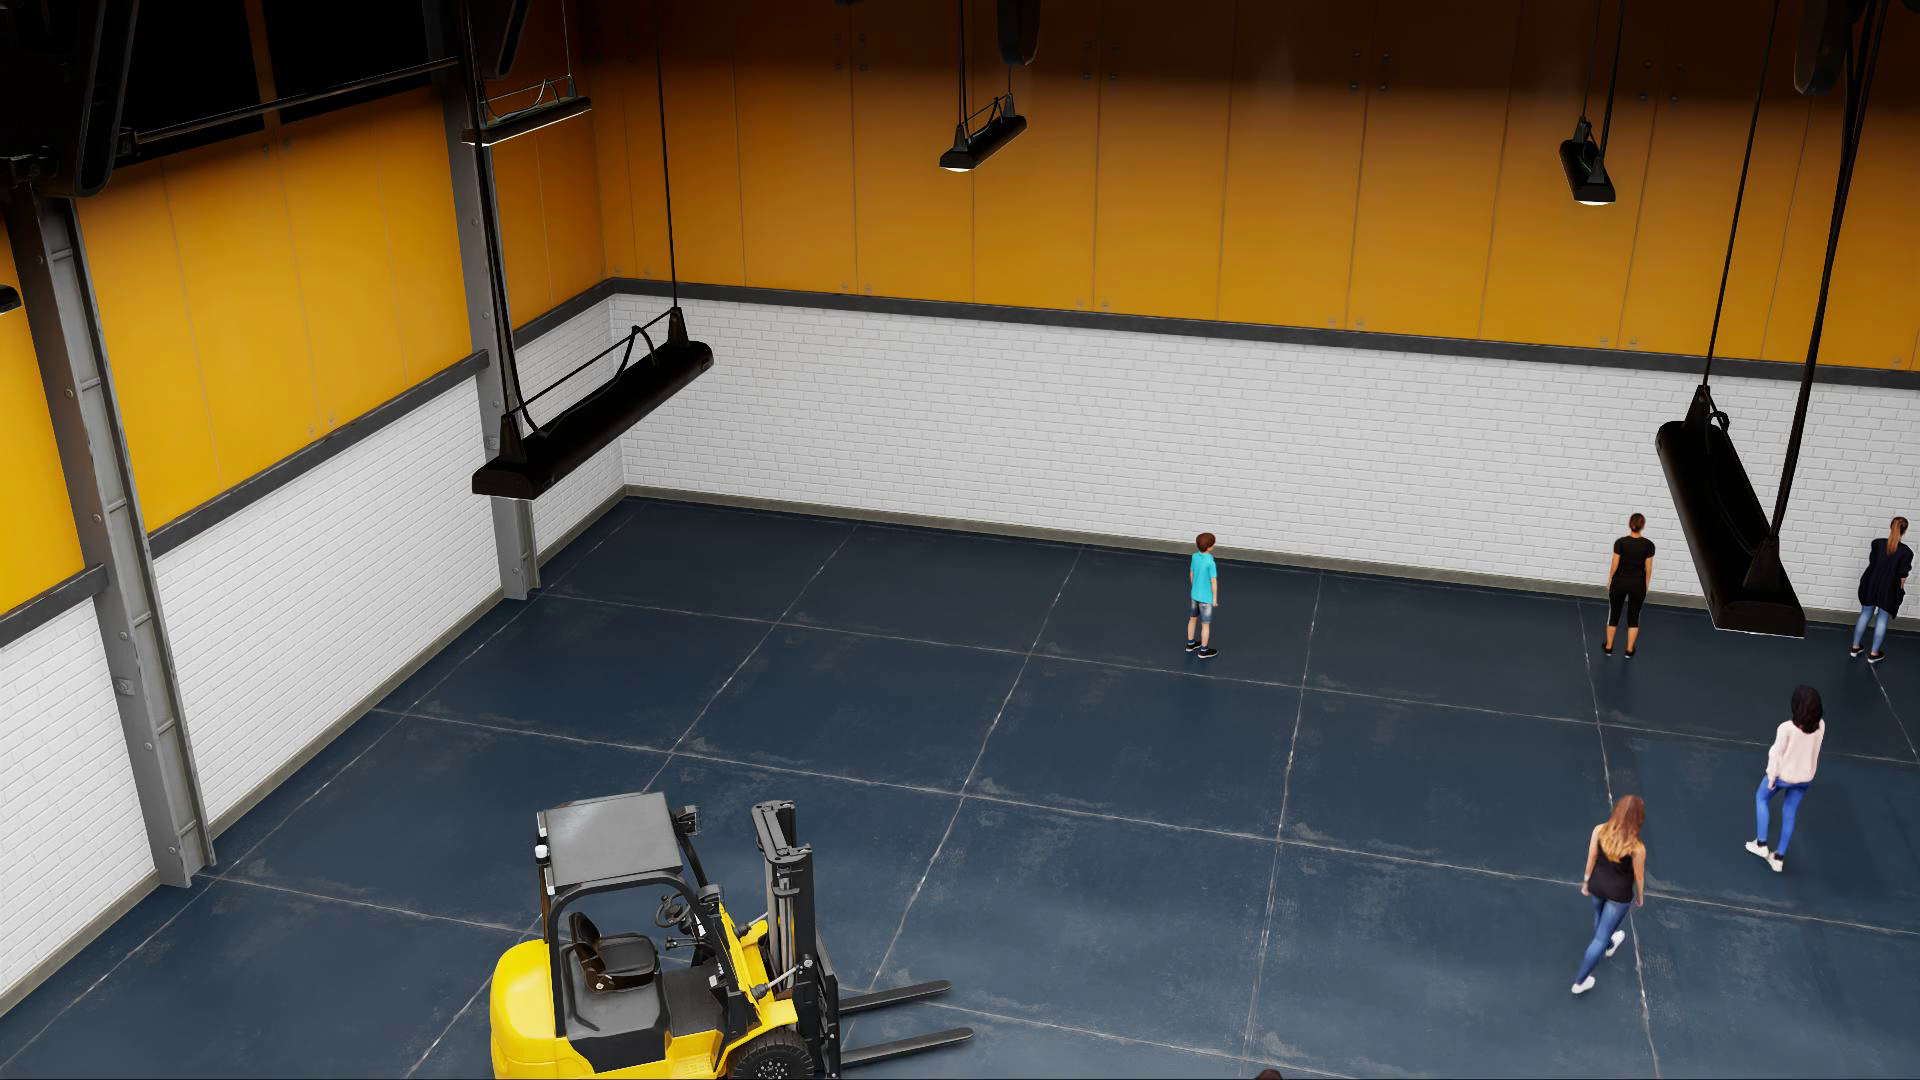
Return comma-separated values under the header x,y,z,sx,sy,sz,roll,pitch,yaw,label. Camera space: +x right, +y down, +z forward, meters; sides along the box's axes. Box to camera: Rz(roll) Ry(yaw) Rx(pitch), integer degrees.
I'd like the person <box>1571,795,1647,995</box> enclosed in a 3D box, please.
x,y,z,sx,sy,sz,roll,pitch,yaw,label
5.019,2.797,12.959,1.139,1.666,0.989,-18,29,-35,person

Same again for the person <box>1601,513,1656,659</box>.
x,y,z,sx,sy,sz,roll,pitch,yaw,label
7.329,0.488,18.238,0.584,1.668,0.498,7,25,16,person

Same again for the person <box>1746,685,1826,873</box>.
x,y,z,sx,sy,sz,roll,pitch,yaw,label
7.243,2.111,14.424,0.719,1.750,0.713,0,24,1,person

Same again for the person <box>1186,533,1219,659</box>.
x,y,z,sx,sy,sz,roll,pitch,yaw,label
2.667,0.582,18.296,0.637,1.449,0.594,-16,28,-33,person

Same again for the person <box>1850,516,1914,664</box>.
x,y,z,sx,sy,sz,roll,pitch,yaw,label
10.053,0.522,18.141,0.738,1.684,0.720,-20,31,-38,person
